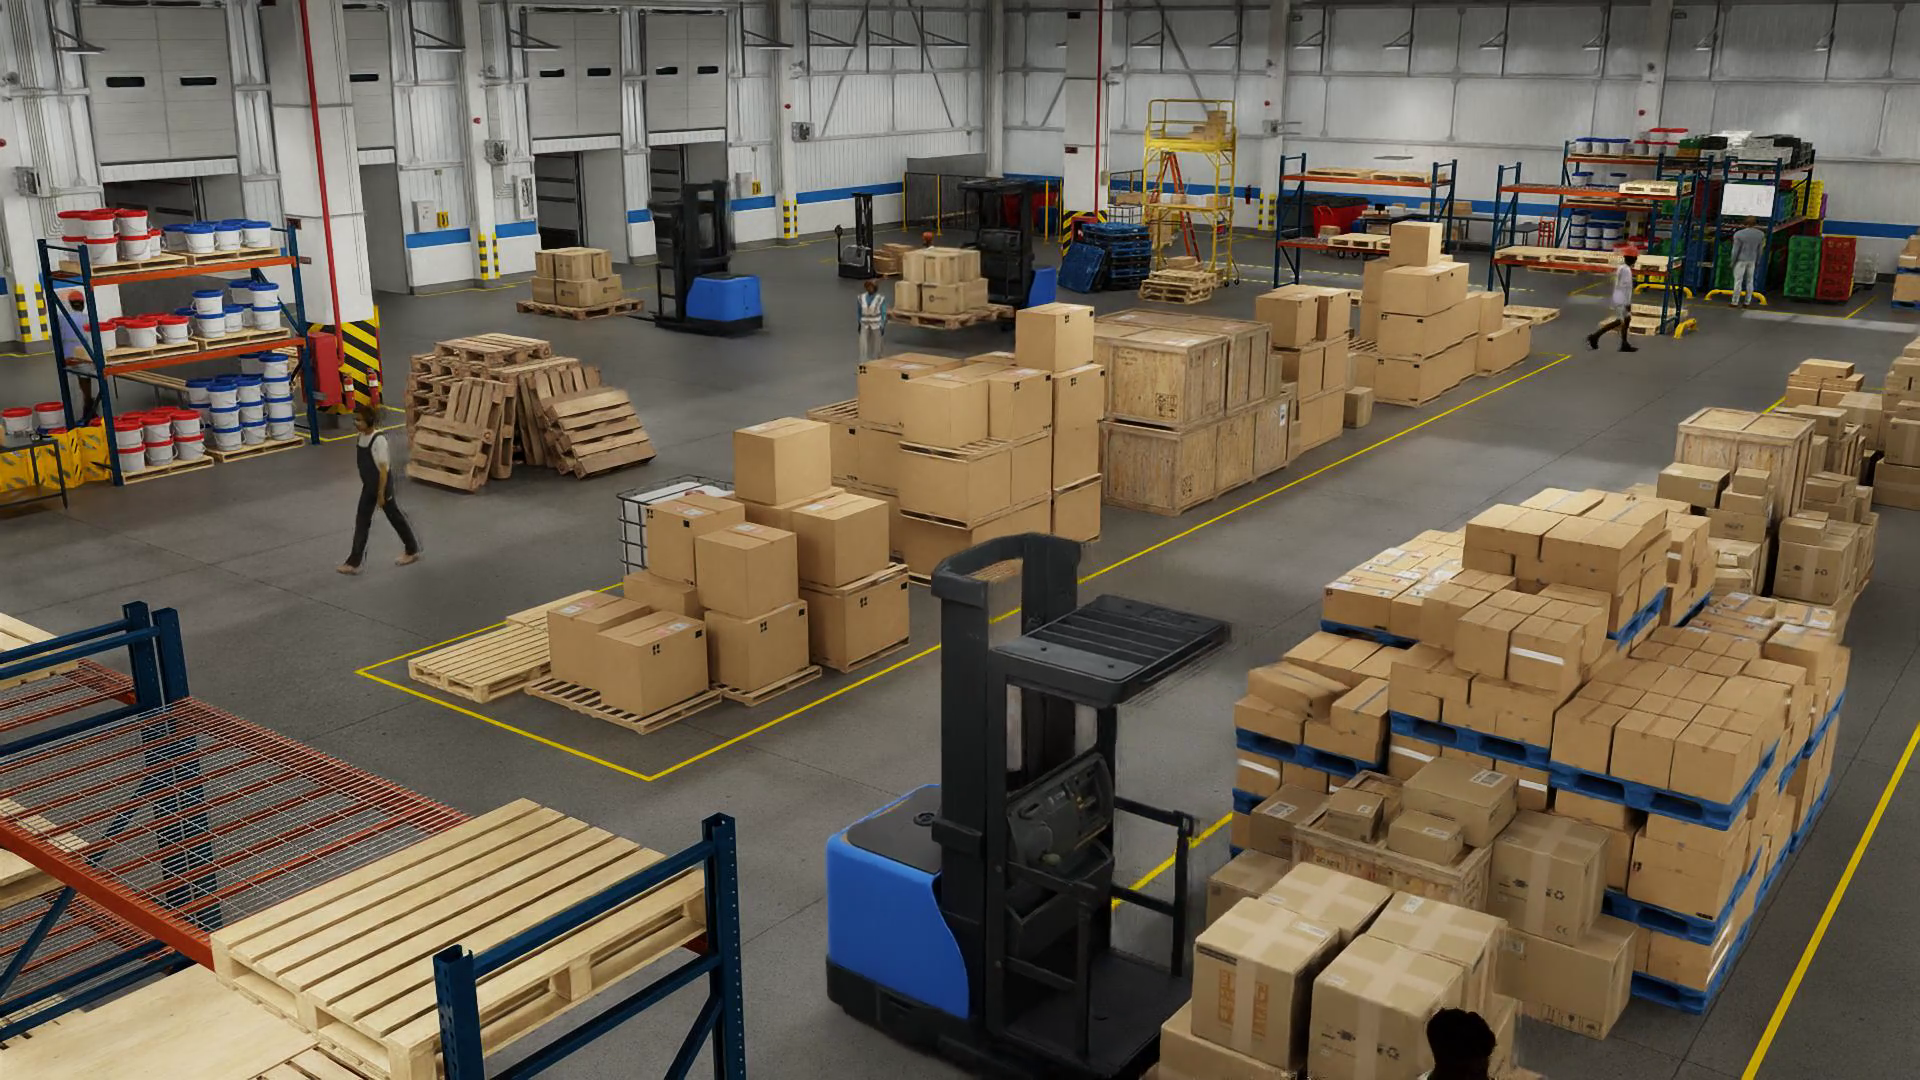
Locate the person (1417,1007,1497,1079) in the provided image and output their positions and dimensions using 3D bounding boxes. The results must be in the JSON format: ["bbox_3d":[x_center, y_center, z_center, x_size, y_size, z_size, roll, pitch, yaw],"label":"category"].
[{"bbox_3d":[1.828,2.691,6.524,1.024,1.914,0.622,16,23,43],"label":"person"}]

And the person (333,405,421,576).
[{"bbox_3d":[-6.131,-0.536,17.396,0.528,1.793,0.993,14,21,38],"label":"person"}]

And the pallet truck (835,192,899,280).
[{"bbox_3d":[-1.936,-7.159,38.982,1.885,1.965,0.823,-12,21,-34],"label":"pallet truck"}]

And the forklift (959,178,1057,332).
[{"bbox_3d":[0.989,-5.591,32.289,1.129,2.768,1.873,12,21,35],"label":"forklift"}]

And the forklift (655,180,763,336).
[{"bbox_3d":[-4.815,-5.419,31.717,1.873,2.768,1.129,12,21,35],"label":"forklift"}]

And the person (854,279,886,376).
[{"bbox_3d":[-1.494,-3.483,27.463,0.545,1.598,0.807,6,18,18],"label":"person"}]

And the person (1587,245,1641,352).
[{"bbox_3d":[11.727,-4.295,29.659,0.813,1.912,0.554,6,18,18],"label":"person"}]

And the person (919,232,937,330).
[{"bbox_3d":[-0.605,-4.982,31.986,0.374,1.877,0.592,1,17,2],"label":"person"}]

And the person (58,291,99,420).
[{"bbox_3d":[-12.988,-2.737,24.624,0.556,1.829,1.110,-2,17,-8],"label":"person"}]

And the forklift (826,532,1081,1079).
[{"bbox_3d":[0.245,1.402,9.132,1.873,2.768,1.129,12,21,35],"label":"forklift"}]

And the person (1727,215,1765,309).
[{"bbox_3d":[16.242,-5.745,34.399,0.636,1.939,0.363,0,17,-1],"label":"person"}]
